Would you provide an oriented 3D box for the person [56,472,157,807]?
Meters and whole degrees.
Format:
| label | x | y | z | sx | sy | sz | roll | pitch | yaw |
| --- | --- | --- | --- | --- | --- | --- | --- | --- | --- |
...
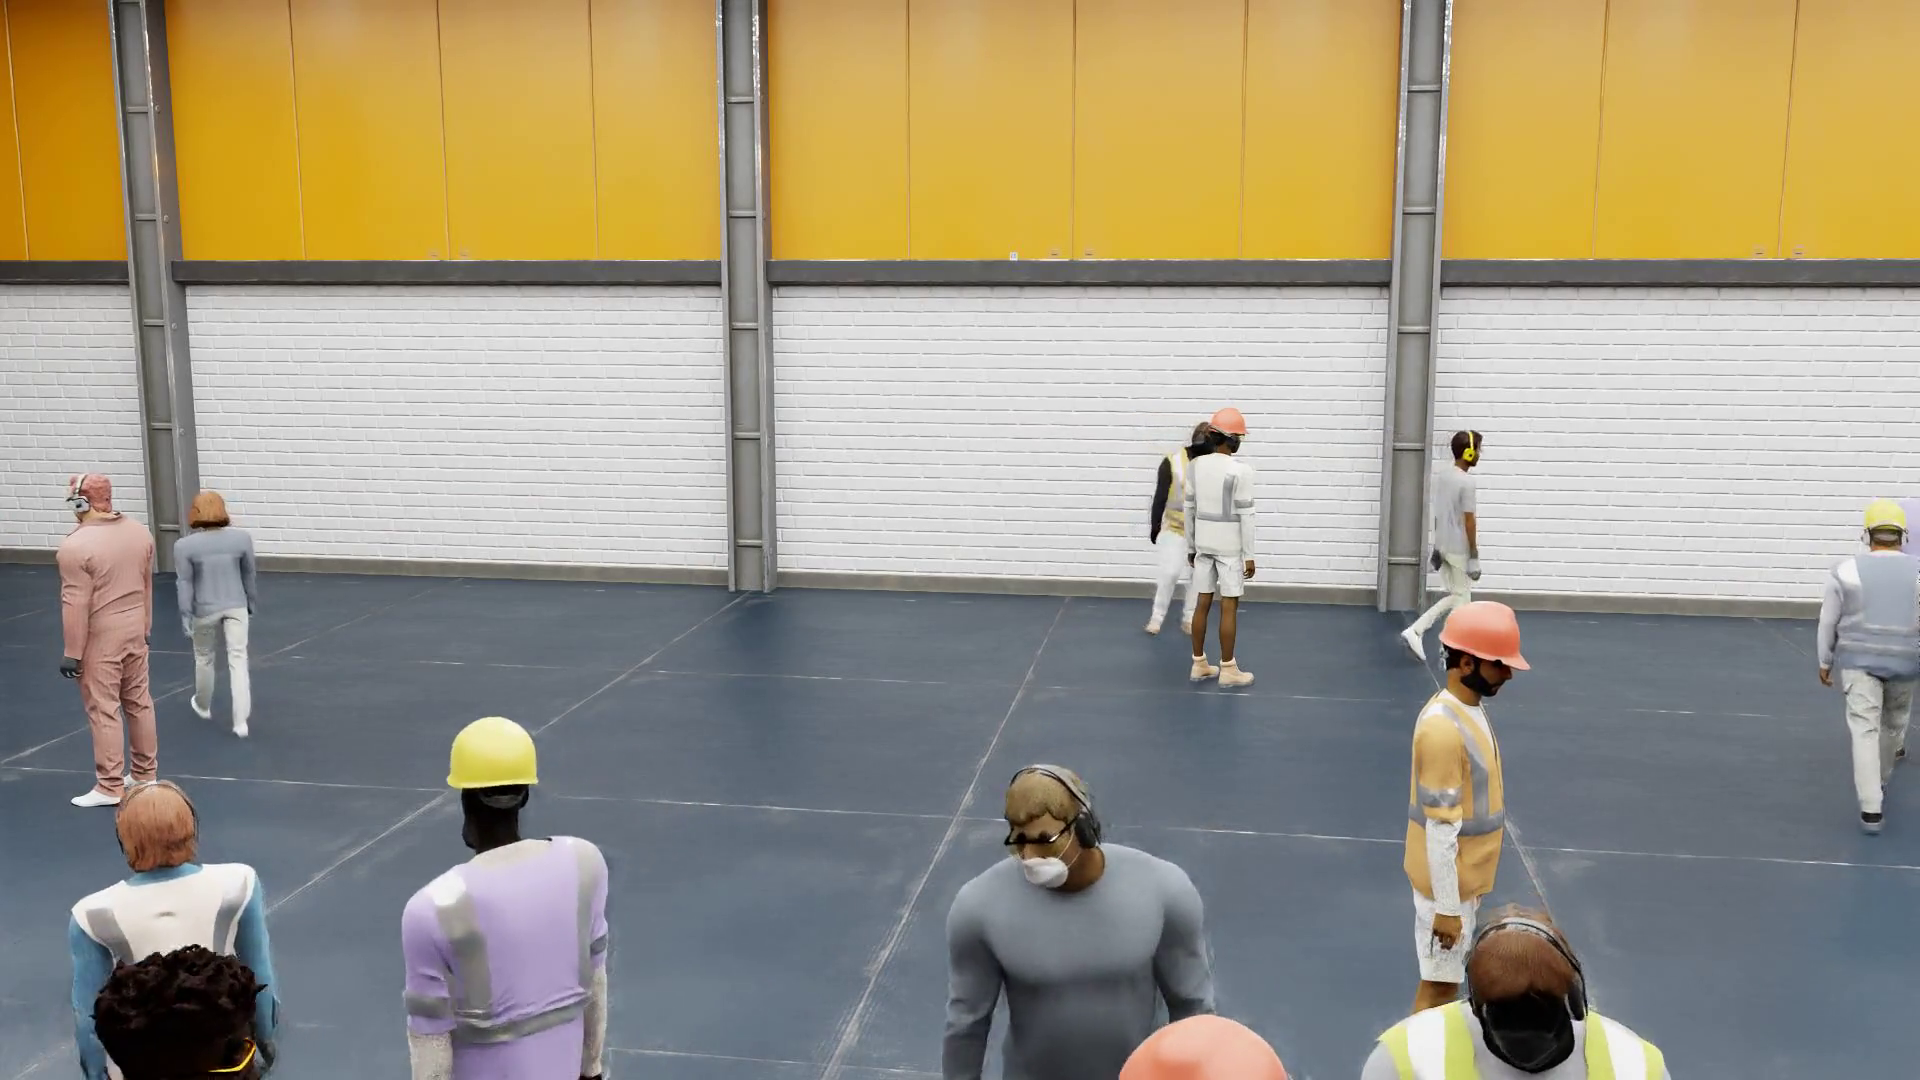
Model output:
| label | x | y | z | sx | sy | sz | roll | pitch | yaw |
| --- | --- | --- | --- | --- | --- | --- | --- | --- | --- |
| person | -4.867 | 0.561 | 9.462 | 0.410 | 1.906 | 0.642 | 2 | 9 | 13 |

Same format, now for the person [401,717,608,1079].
| label | x | y | z | sx | sy | sz | roll | pitch | yaw |
| --- | --- | --- | --- | --- | --- | --- | --- | --- | --- |
| person | -1.111 | 1.405 | 4.273 | 0.677 | 1.904 | 0.583 | 9 | 13 | 43 |

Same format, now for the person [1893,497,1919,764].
| label | x | y | z | sx | sy | sz | roll | pitch | yaw |
| --- | --- | --- | --- | --- | --- | --- | --- | --- | --- |
| person | 5.903 | 0.437 | 10.118 | 0.635 | 1.936 | 0.354 | 9 | 13 | 43 |

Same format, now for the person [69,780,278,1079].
| label | x | y | z | sx | sy | sz | roll | pitch | yaw |
| --- | --- | --- | --- | --- | --- | --- | --- | --- | --- |
| person | -2.186 | 1.474 | 4.677 | 0.524 | 1.620 | 0.612 | -5 | 10 | -28 |

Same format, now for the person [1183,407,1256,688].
| label | x | y | z | sx | sy | sz | roll | pitch | yaw |
| --- | --- | --- | --- | --- | --- | --- | --- | --- | --- |
| person | 1.929 | 0.050 | 12.182 | 0.385 | 2.040 | 0.611 | -8 | 12 | -42 |

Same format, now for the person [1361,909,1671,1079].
| label | x | y | z | sx | sy | sz | roll | pitch | yaw |
| --- | --- | --- | --- | --- | --- | --- | --- | --- | --- |
| person | 1.140 | 1.608 | 3.398 | 0.675 | 1.780 | 0.954 | 1 | 9 | 4 |

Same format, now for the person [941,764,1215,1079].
| label | x | y | z | sx | sy | sz | roll | pitch | yaw |
| --- | --- | --- | --- | --- | --- | --- | --- | --- | --- |
| person | 0.298 | 1.427 | 4.297 | 0.684 | 1.871 | 0.916 | 0 | 9 | 0 |

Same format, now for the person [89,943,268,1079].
| label | x | y | z | sx | sy | sz | roll | pitch | yaw |
| --- | --- | --- | --- | --- | --- | --- | --- | --- | --- |
| person | -1.343 | 1.630 | 2.864 | 1.024 | 1.914 | 0.622 | -2 | 9 | -9 |

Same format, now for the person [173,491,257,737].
| label | x | y | z | sx | sy | sz | roll | pitch | yaw |
| --- | --- | --- | --- | --- | --- | --- | --- | --- | --- |
| person | -4.904 | 0.470 | 10.990 | 0.515 | 1.588 | 0.852 | -6 | 11 | -33 |

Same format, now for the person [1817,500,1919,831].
| label | x | y | z | sx | sy | sz | roll | pitch | yaw |
| --- | --- | --- | --- | --- | --- | --- | --- | --- | --- |
| person | 5.084 | 0.664 | 9.224 | 0.603 | 1.766 | 0.966 | 3 | 10 | 20 |

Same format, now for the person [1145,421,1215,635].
| label | x | y | z | sx | sy | sz | roll | pitch | yaw |
| --- | --- | --- | --- | --- | --- | --- | --- | --- | --- |
| person | 1.933 | -0.086 | 13.766 | 0.658 | 1.804 | 0.462 | -1 | 9 | -9 |

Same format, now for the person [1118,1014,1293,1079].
| label | x | y | z | sx | sy | sz | roll | pitch | yaw |
| --- | --- | --- | --- | --- | --- | --- | --- | --- | --- |
| person | 0.385 | 1.647 | 2.431 | 0.685 | 2.006 | 0.796 | 6 | 11 | 32 |

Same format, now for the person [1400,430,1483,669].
| label | x | y | z | sx | sy | sz | roll | pitch | yaw |
| --- | --- | --- | --- | --- | --- | --- | --- | --- | --- |
| person | 3.700 | 0.090 | 12.571 | 0.501 | 1.846 | 0.512 | -1 | 9 | -6 |

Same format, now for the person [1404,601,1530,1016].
| label | x | y | z | sx | sy | sz | roll | pitch | yaw |
| --- | --- | --- | --- | --- | --- | --- | --- | --- | --- |
| person | 1.722 | 1.155 | 5.718 | 0.368 | 1.929 | 0.542 | 4 | 10 | 23 |
